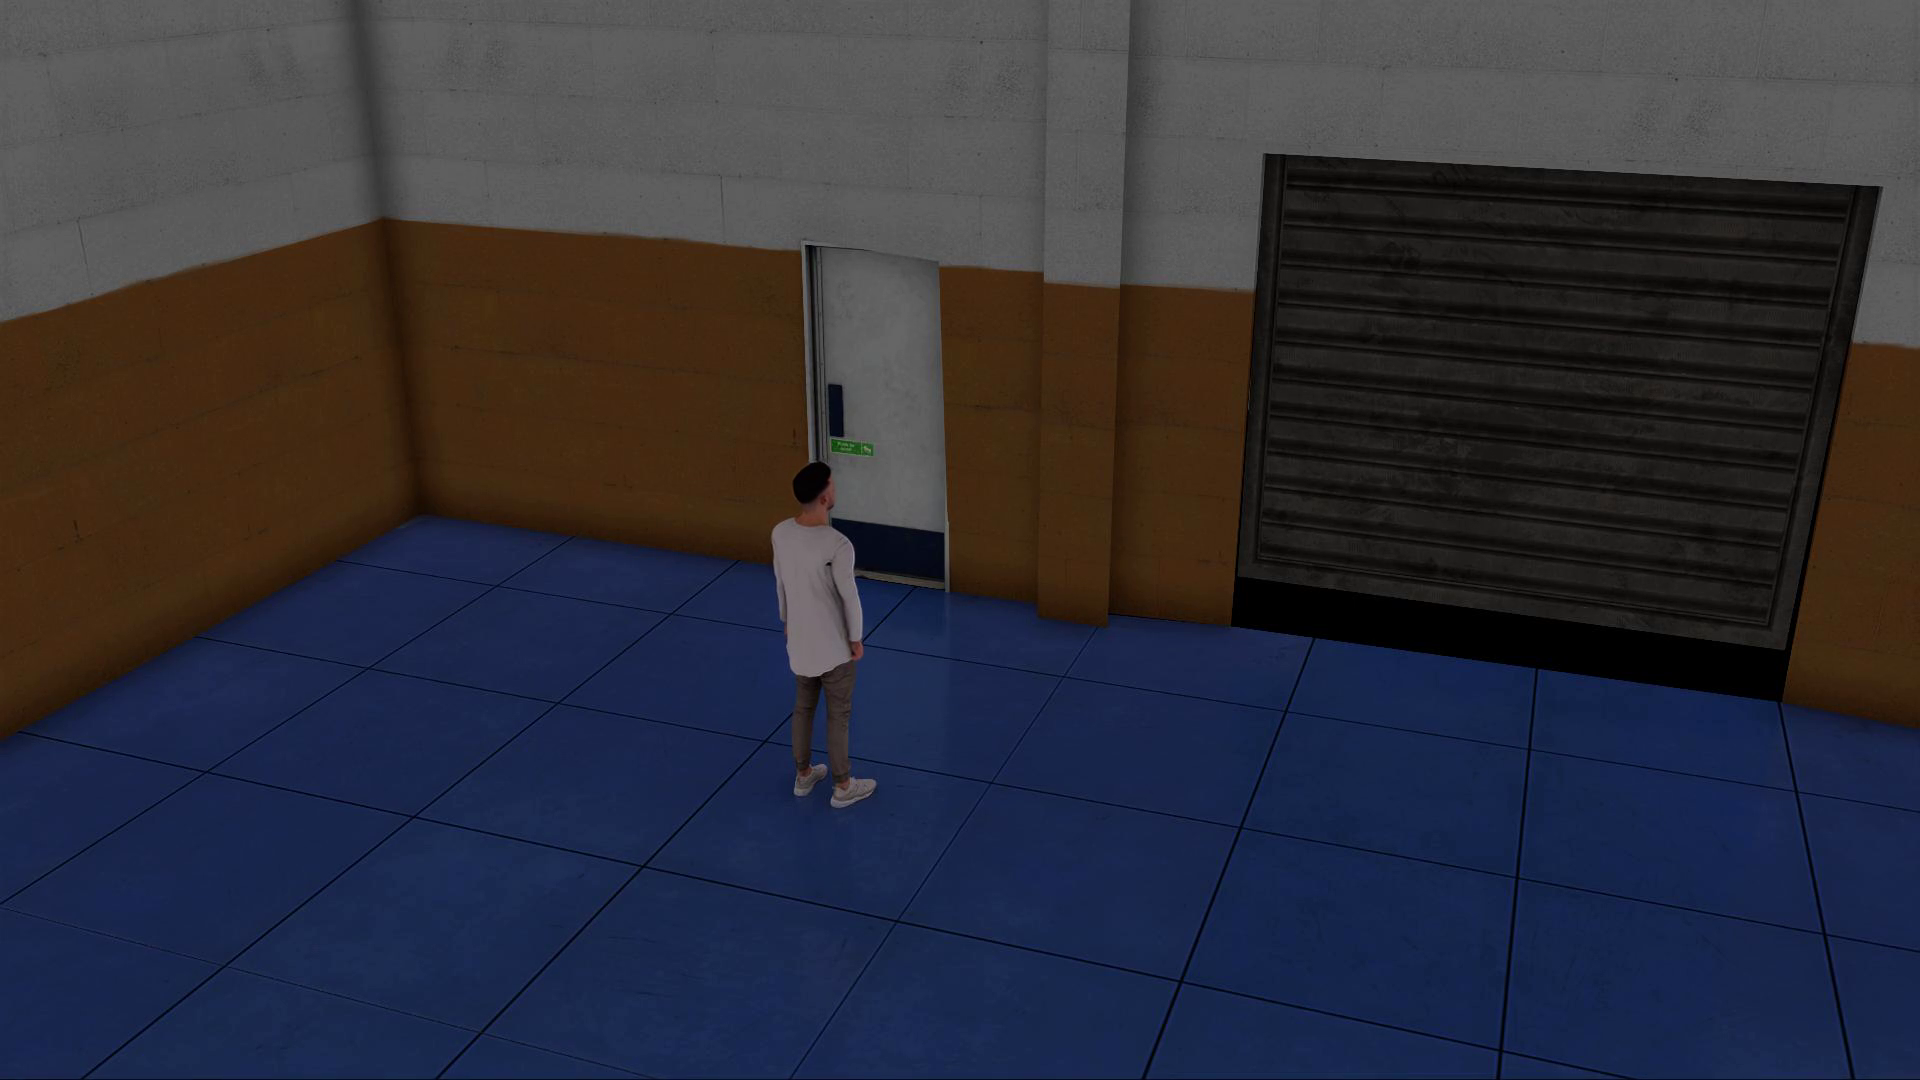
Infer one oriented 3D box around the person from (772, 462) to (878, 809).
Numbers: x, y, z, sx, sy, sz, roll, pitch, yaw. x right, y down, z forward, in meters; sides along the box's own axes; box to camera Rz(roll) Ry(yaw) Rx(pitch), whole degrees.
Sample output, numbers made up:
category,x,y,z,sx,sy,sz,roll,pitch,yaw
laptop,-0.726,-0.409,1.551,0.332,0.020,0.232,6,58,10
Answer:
category,x,y,z,sx,sy,sz,roll,pitch,yaw
person,-0.702,0.472,8.376,0.589,1.841,0.778,14,26,31
